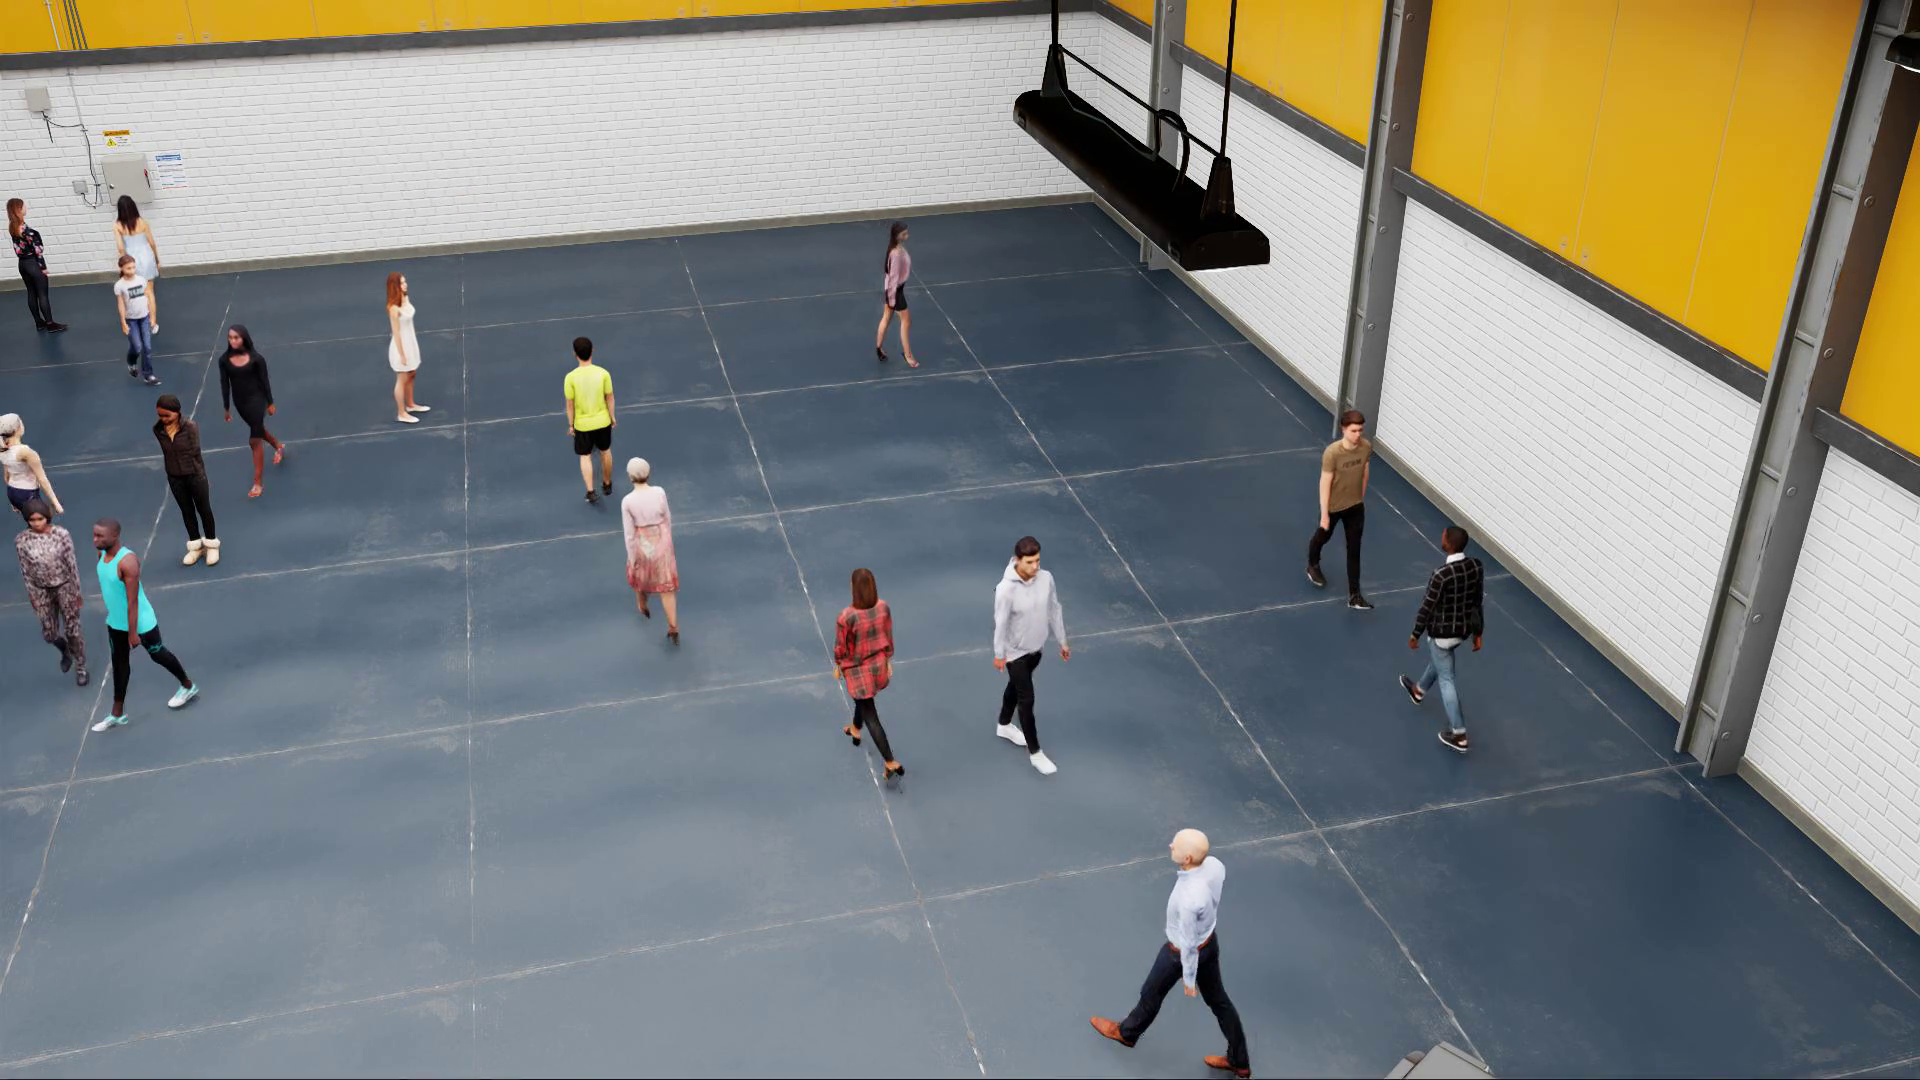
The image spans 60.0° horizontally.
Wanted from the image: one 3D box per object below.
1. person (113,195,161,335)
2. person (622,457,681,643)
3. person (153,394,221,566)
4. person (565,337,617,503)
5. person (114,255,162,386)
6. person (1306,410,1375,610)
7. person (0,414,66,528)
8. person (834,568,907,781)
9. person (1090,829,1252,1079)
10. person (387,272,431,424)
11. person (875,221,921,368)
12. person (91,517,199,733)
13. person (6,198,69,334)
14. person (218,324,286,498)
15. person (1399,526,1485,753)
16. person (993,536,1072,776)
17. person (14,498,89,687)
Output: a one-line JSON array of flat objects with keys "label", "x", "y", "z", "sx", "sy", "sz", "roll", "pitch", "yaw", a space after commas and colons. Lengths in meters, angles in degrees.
[{"label": "person", "x": -10.101, "y": -3.384, "z": 20.522, "sx": 0.674, "sy": 1.709, "sz": 0.941, "roll": -12, "pitch": 31, "yaw": -20}, {"label": "person", "x": -2.592, "y": 0.104, "z": 14.182, "sx": 0.655, "sy": 1.657, "sz": 1.041, "roll": -11, "pitch": 31, "yaw": -20}, {"label": "person", "x": -7.189, "y": -0.600, "z": 15.468, "sx": 0.672, "sy": 1.661, "sz": 0.608, "roll": -7, "pitch": 29, "yaw": -13}, {"label": "person", "x": -3.651, "y": -1.195, "z": 16.502, "sx": 0.656, "sy": 1.716, "sz": 0.730, "roll": -10, "pitch": 30, "yaw": -18}, {"label": "person", "x": -9.533, "y": -2.561, "z": 19.181, "sx": 0.838, "sy": 1.549, "sz": 0.766, "roll": 20, "pitch": 34, "yaw": 32}, {"label": "person", "x": 3.347, "y": -0.328, "z": 14.821, "sx": 0.729, "sy": 1.803, "sz": 1.224, "roll": -9, "pitch": 30, "yaw": -16}, {"label": "person", "x": -8.405, "y": -0.295, "z": 14.878, "sx": 0.733, "sy": 1.691, "sz": 0.789, "roll": 14, "pitch": 32, "yaw": 24}, {"label": "person", "x": -0.661, "y": 1.032, "z": 12.477, "sx": 0.865, "sy": 1.662, "sz": 1.198, "roll": -19, "pitch": 34, "yaw": -31}, {"label": "person", "x": 1.433, "y": 2.464, "z": 9.770, "sx": 1.274, "sy": 1.738, "sz": 1.184, "roll": 17, "pitch": 33, "yaw": 28}, {"label": "person", "x": -6.094, "y": -2.119, "z": 18.209, "sx": 0.713, "sy": 1.704, "sz": 0.598, "roll": 3, "pitch": 29, "yaw": 5}, {"label": "person", "x": -0.812, "y": -2.883, "z": 19.528, "sx": 0.832, "sy": 1.780, "sz": 0.780, "roll": -4, "pitch": 29, "yaw": -7}, {"label": "person", "x": -6.446, "y": 0.613, "z": 13.132, "sx": 1.079, "sy": 1.769, "sz": 1.112, "roll": 17, "pitch": 33, "yaw": 28}, {"label": "person", "x": -11.493, "y": -3.399, "z": 20.574, "sx": 0.645, "sy": 1.686, "sz": 0.701, "roll": 15, "pitch": 32, "yaw": 25}, {"label": "person", "x": -7.172, "y": -1.382, "z": 16.889, "sx": 0.889, "sy": 1.673, "sz": 1.288, "roll": 1, "pitch": 29, "yaw": 2}, {"label": "person", "x": 3.818, "y": 0.790, "z": 12.812, "sx": 0.860, "sy": 1.764, "sz": 1.268, "roll": -13, "pitch": 31, "yaw": -22}, {"label": "person", "x": 0.416, "y": 0.778, "z": 12.698, "sx": 0.977, "sy": 1.896, "sz": 1.149, "roll": -24, "pitch": 37, "yaw": -37}, {"label": "person", "x": -7.383, "y": 0.390, "z": 13.609, "sx": 0.616, "sy": 1.703, "sz": 0.690, "roll": -8, "pitch": 30, "yaw": -15}]
